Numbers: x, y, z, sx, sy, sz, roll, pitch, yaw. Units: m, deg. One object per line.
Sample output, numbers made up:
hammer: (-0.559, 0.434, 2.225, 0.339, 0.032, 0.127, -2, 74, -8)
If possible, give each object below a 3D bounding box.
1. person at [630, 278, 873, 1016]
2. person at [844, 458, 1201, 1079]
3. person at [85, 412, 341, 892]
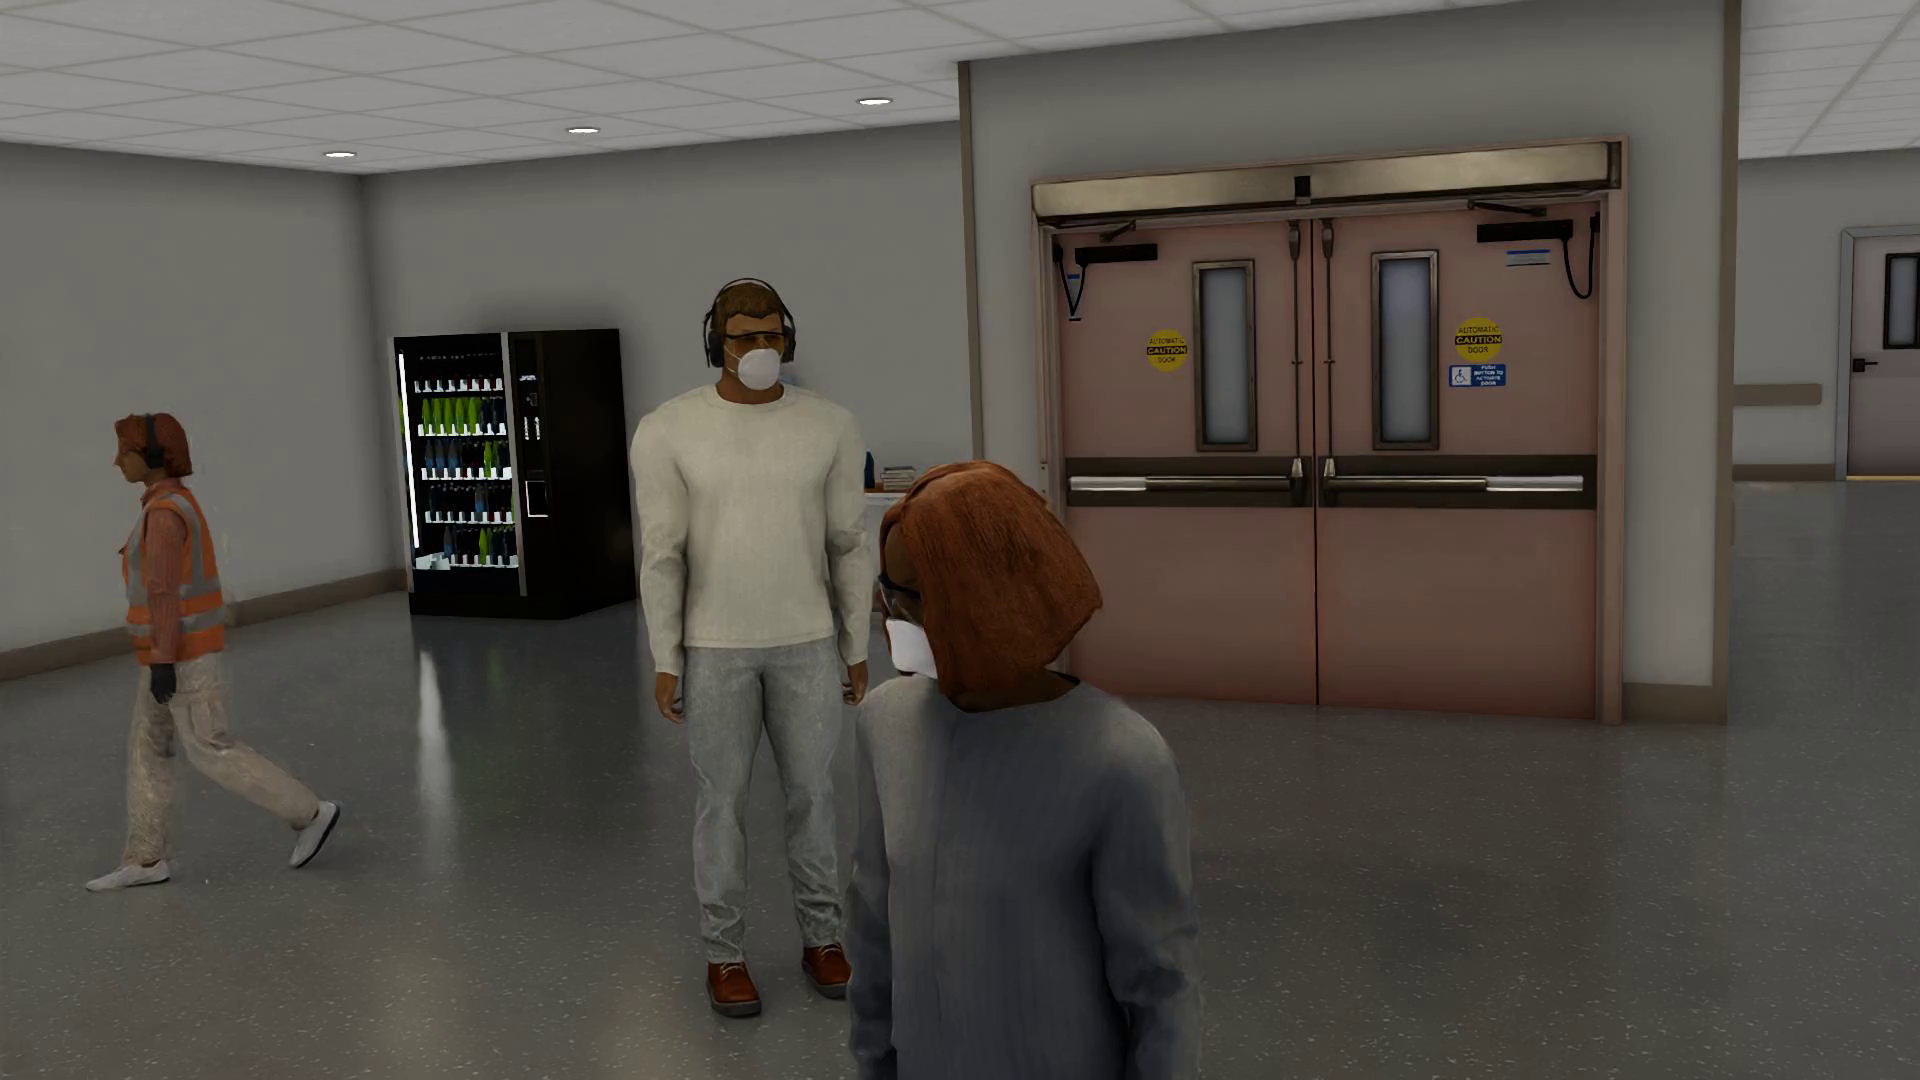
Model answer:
person: (-0.525, 0.283, 4.412, 0.622, 1.932, 0.367, -4, 8, -16)
person: (0.056, 0.715, 2.010, 0.506, 1.632, 0.283, 4, 10, 41)
person: (-2.558, 0.368, 5.583, 0.762, 1.610, 0.522, -6, 8, -24)
